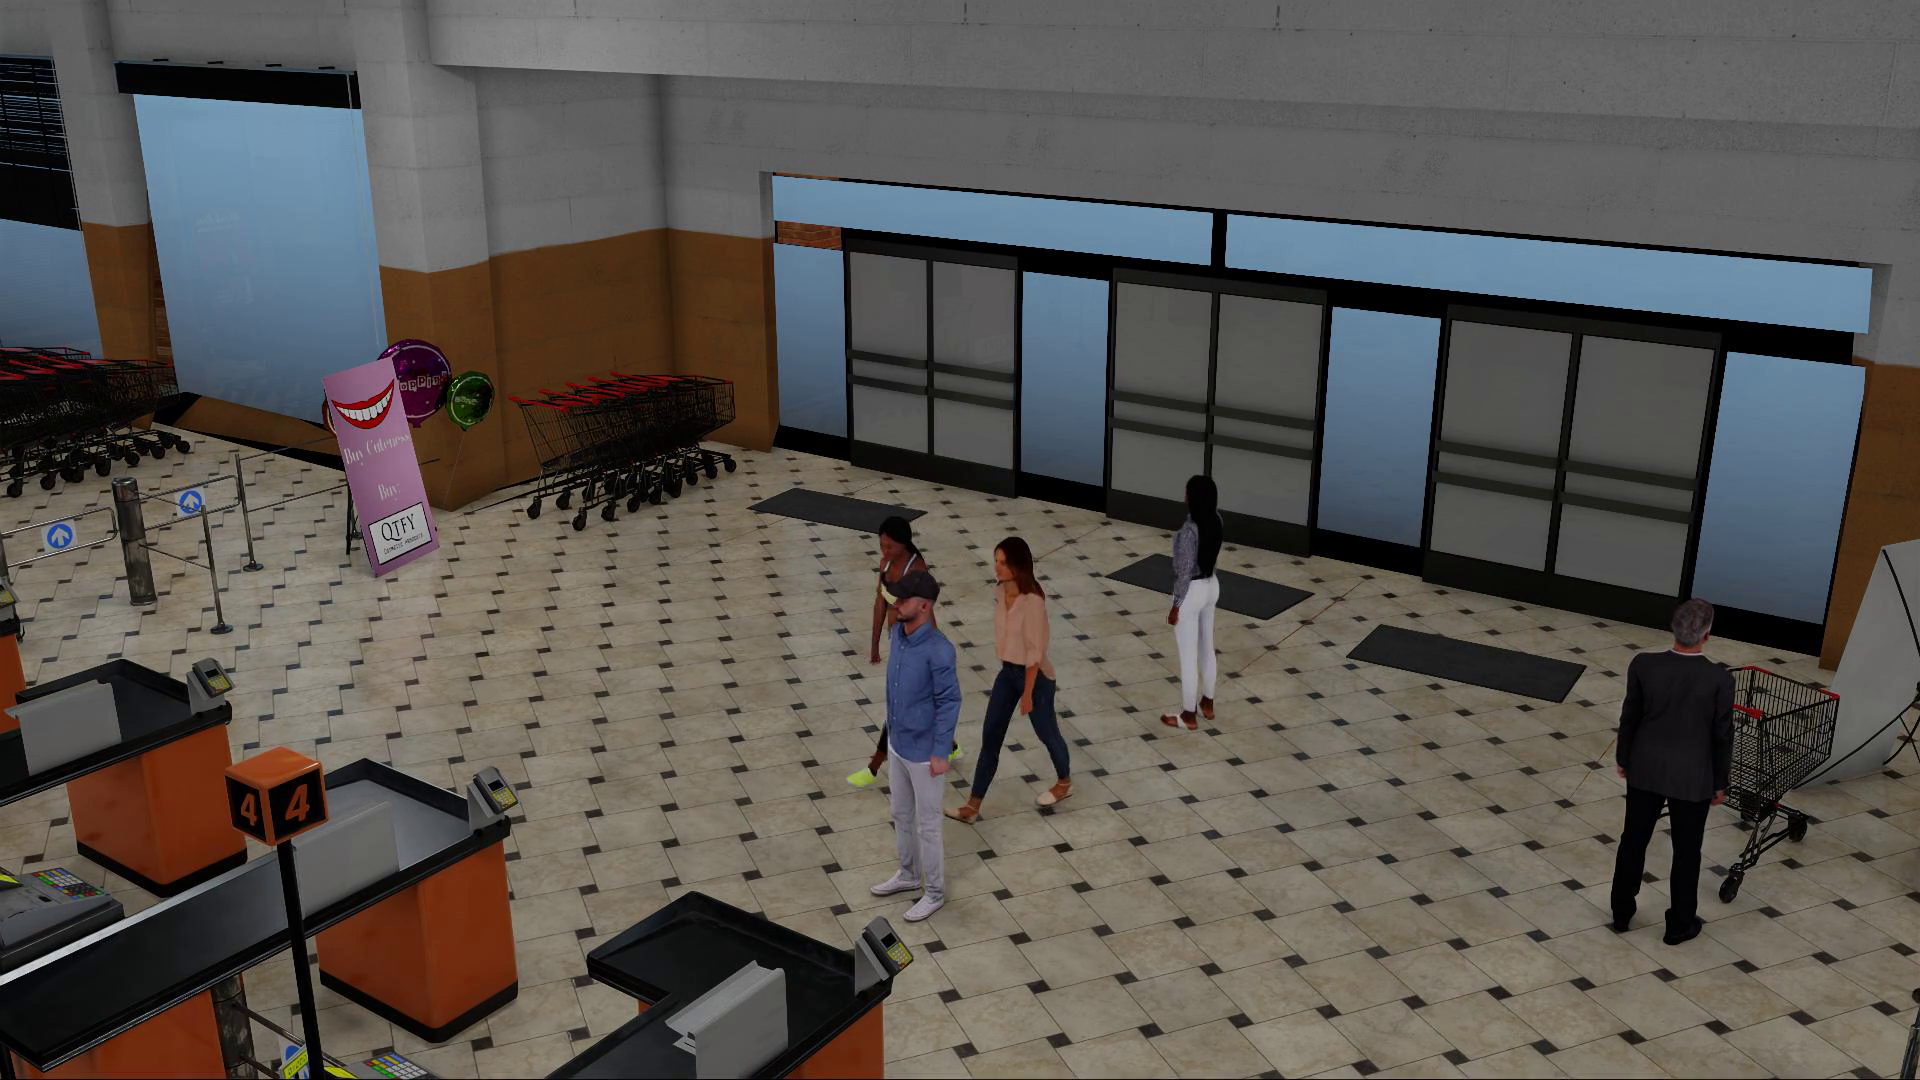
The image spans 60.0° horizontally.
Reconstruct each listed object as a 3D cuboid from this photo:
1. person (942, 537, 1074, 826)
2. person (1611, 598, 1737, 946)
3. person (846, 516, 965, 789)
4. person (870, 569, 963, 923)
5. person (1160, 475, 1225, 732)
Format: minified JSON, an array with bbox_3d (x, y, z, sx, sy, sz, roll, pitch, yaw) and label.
[{"bbox_3d":[0.447,0.814,9.577,1.236,1.729,0.896,-12,22,-31],"label":"person"},{"bbox_3d":[3.590,1.156,8.387,0.694,1.842,0.572,13,22,33],"label":"person"},{"bbox_3d":[-0.225,0.653,10.104,1.167,1.697,0.796,-15,24,-38],"label":"person"},{"bbox_3d":[-0.222,1.047,8.638,0.682,1.888,0.726,-13,22,-33],"label":"person"},{"bbox_3d":[1.537,0.395,10.827,0.673,1.724,0.488,16,24,39],"label":"person"}]
